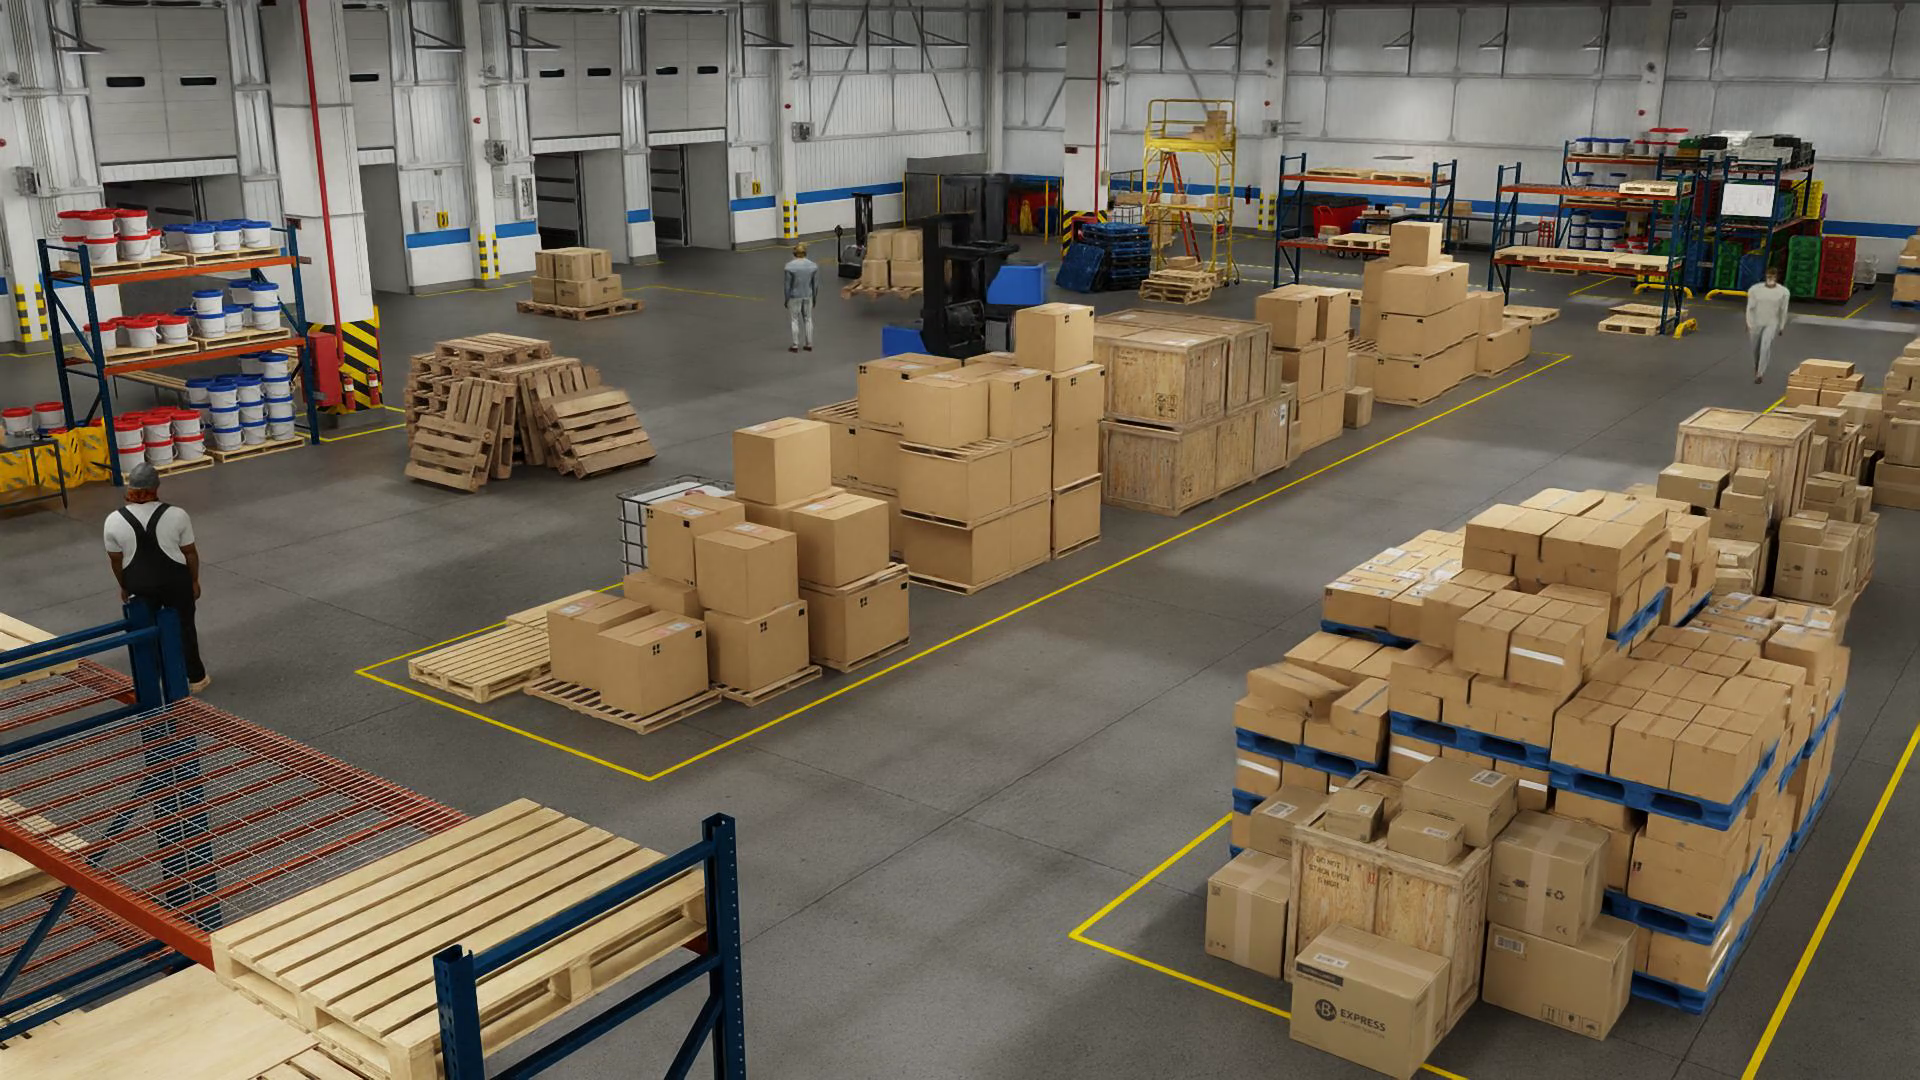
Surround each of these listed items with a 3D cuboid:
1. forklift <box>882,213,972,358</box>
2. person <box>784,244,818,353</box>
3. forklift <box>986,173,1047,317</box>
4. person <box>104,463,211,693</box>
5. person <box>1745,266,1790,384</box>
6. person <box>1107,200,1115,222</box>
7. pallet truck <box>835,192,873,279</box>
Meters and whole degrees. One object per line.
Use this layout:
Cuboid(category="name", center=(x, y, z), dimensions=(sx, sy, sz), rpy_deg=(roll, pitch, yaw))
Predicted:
Cuboid(category="forklift", center=(-0.224, -3.638, 25.821), dimensions=(1.873, 2.768, 1.129), rpy_deg=(12, 21, 35))
Cuboid(category="person", center=(-2.829, -4.309, 29.677), dimensions=(0.636, 1.928, 0.380), rpy_deg=(-8, 19, -25))
Cuboid(category="forklift", center=(0.771, -5.916, 33.364), dimensions=(1.873, 2.768, 1.129), rpy_deg=(3, 17, 10))
Cuboid(category="person", center=(-6.799, 0.329, 14.115), dimensions=(0.684, 2.000, 0.538), rpy_deg=(-5, 17, -16))
Cuboid(category="person", center=(13.148, -3.534, 27.133), dimensions=(0.621, 1.910, 0.737), rpy_deg=(11, 20, 32))
Cuboid(category="person", center=(3.657, -7.448, 40.512), dimensions=(0.867, 1.648, 0.532), rpy_deg=(1, 17, 3))
Cuboid(category="pallet truck", center=(-1.936, -7.159, 38.982), dimensions=(1.885, 1.965, 0.823), rpy_deg=(-12, 21, -34))
